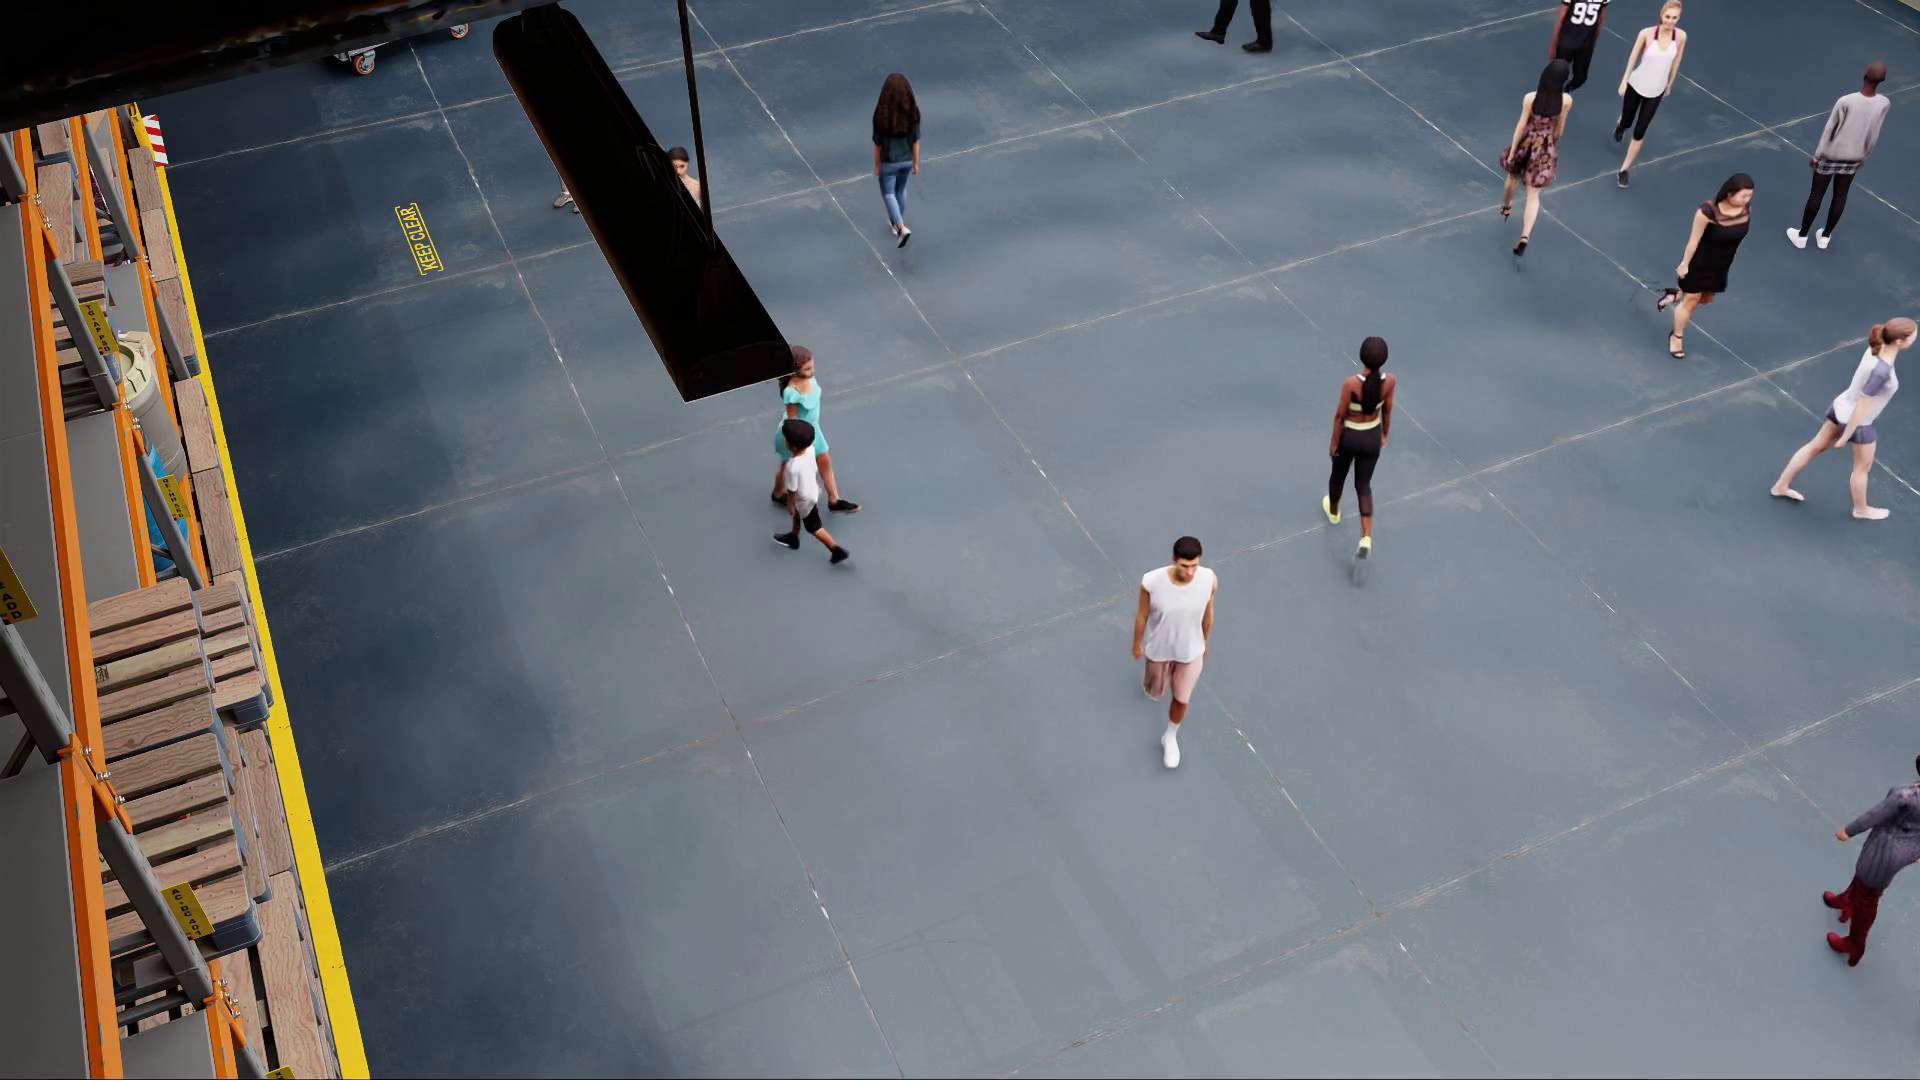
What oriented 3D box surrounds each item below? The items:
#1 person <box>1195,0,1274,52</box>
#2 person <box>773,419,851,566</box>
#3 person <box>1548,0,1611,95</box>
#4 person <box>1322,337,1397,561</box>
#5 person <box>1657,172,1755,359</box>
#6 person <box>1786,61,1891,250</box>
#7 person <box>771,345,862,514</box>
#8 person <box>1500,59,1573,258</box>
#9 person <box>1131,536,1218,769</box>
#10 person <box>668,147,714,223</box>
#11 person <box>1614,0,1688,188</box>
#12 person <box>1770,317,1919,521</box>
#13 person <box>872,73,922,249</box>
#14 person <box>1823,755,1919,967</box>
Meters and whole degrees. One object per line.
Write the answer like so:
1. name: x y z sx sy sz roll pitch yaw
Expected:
1. person: 3.128 -5.933 17.180 1.105 1.885 1.145 3 44 3
2. person: -1.050 -0.321 11.755 0.908 1.243 0.827 15 46 16
3. person: 5.956 -4.857 16.173 0.788 1.717 0.860 5 44 5
4. person: 2.833 -0.630 11.722 0.823 1.735 1.109 -3 44 -3
5. person: 5.981 -2.280 13.479 0.710 1.700 0.872 -12 45 -12
6. person: 7.723 -3.362 14.564 0.693 1.771 0.687 3 44 3
7. person: -1.227 -0.800 12.056 0.992 1.522 0.921 15 46 15
8. person: 5.033 -3.302 14.527 1.049 1.735 1.278 4 44 4
9. person: 1.334 0.596 10.409 0.895 1.771 1.092 0 44 0
10. person: -2.212 -2.437 13.564 0.736 1.812 0.880 -5 44 -5
11. person: 6.377 -4.237 15.489 1.027 1.762 1.149 10 44 10
12. person: 6.347 -0.894 12.001 1.026 1.733 1.042 7 44 7
13. person: -0.553 -3.299 14.623 0.660 1.599 0.927 -11 45 -12
14. person: 5.215 1.788 9.215 0.674 1.692 0.767 -10 45 -11
